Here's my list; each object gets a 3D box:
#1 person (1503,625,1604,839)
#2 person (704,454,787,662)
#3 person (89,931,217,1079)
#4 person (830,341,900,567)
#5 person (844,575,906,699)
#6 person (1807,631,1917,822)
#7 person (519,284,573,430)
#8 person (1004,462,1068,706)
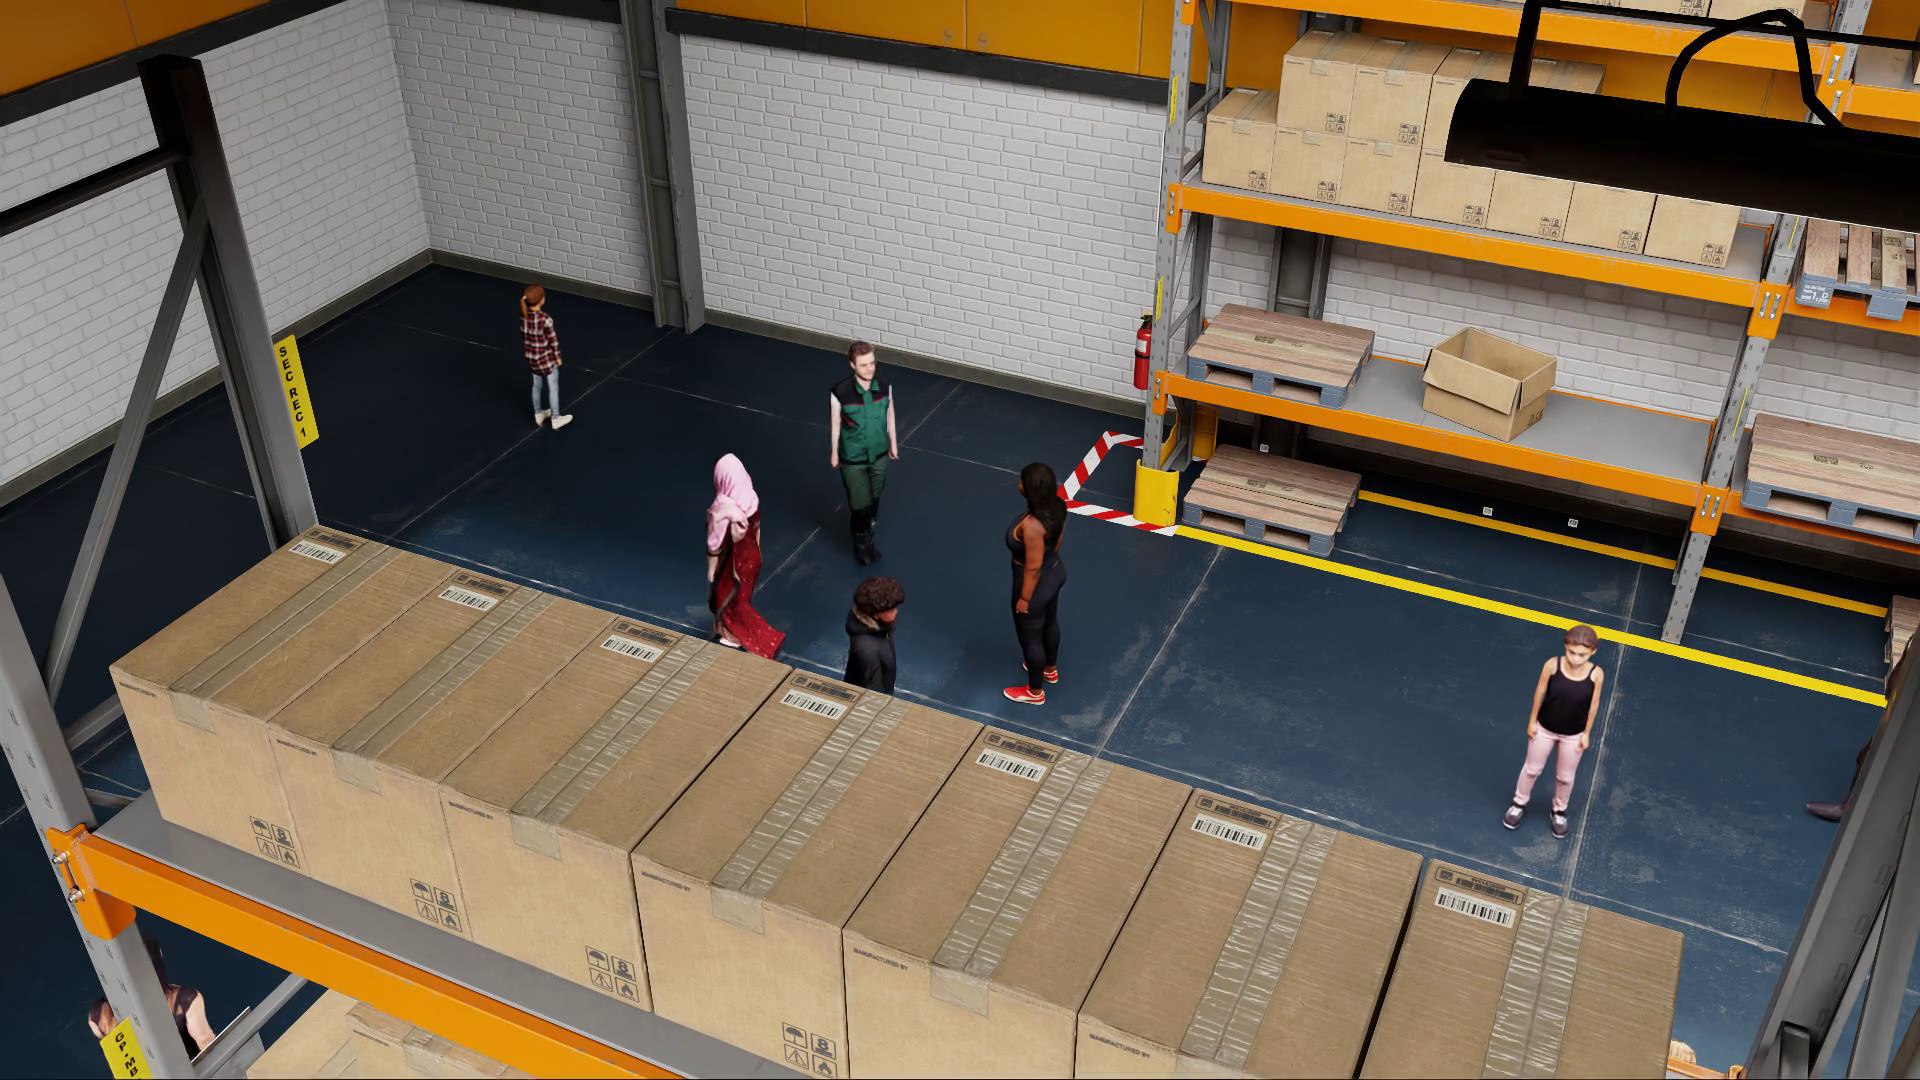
[{"bbox_3d":[3.602,1.130,9.992,0.488,1.558,0.620,10,35,15],"label":"person"},{"bbox_3d":[-1.479,0.176,11.376,0.918,1.614,0.695,19,38,26],"label":"person"},{"bbox_3d":[-3.676,2.551,7.725,0.967,1.700,1.007,-8,34,-12],"label":"person"},{"bbox_3d":[-0.754,-0.688,12.478,0.802,1.834,0.843,-18,38,-25],"label":"person"},{"bbox_3d":[-0.648,1.001,10.031,1.225,1.729,0.957,2,34,2],"label":"person"},{"bbox_3d":[5.754,1.014,9.905,1.022,1.847,0.725,17,37,23],"label":"person"},{"bbox_3d":[-3.605,-1.585,14.309,0.446,1.300,0.600,17,37,24],"label":"person"},{"bbox_3d":[0.516,0.278,11.041,0.590,1.815,0.664,15,36,21],"label":"person"}]
